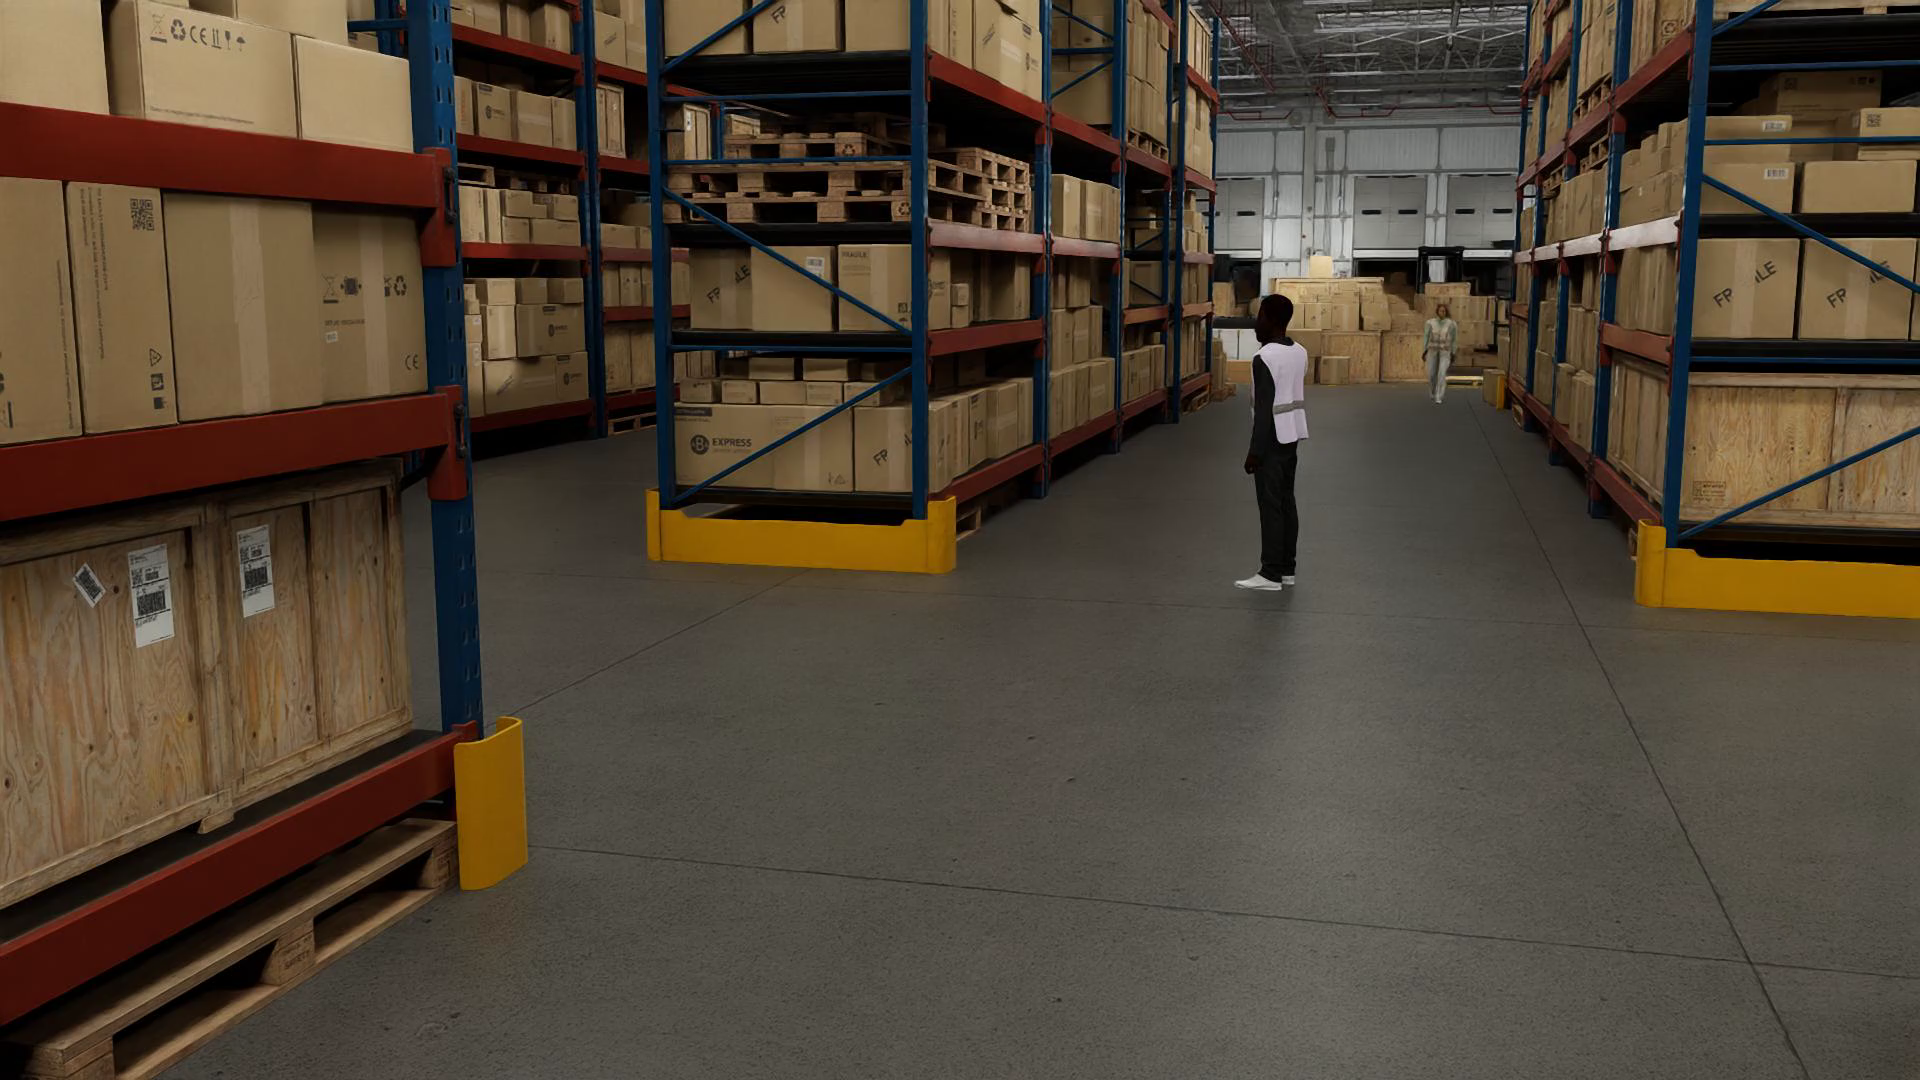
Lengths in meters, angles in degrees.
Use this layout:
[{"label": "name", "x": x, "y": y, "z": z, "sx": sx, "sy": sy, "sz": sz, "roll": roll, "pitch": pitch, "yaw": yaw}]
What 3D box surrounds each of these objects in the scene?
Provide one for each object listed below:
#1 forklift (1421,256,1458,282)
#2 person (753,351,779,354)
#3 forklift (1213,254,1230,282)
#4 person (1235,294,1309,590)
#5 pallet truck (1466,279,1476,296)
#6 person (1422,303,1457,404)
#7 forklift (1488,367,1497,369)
[{"label": "forklift", "x": 12.201, "y": -6.084, "z": 42.428, "sx": 1.129, "sy": 2.768, "sz": 1.873, "roll": 2, "pitch": 9, "yaw": 15}, {"label": "person", "x": -2.714, "y": -2.689, "z": 23.816, "sx": 0.613, "sy": 1.946, "sz": 0.784, "roll": 1, "pitch": 9, "yaw": 7}, {"label": "forklift", "x": 8.566, "y": -8.070, "z": 55.044, "sx": 1.873, "sy": 2.768, "sz": 1.129, "roll": -2, "pitch": 9, "yaw": -14}, {"label": "person", "x": 2.051, "y": -0.631, "z": 10.821, "sx": 0.392, "sy": 1.922, "sz": 0.592, "roll": 6, "pitch": 11, "yaw": 34}, {"label": "pallet truck", "x": 18.896, "y": -8.459, "z": 60.307, "sx": 1.885, "sy": 1.965, "sz": 0.823, "roll": 5, "pitch": 10, "yaw": 31}, {"label": "person", "x": 7.759, "y": -3.018, "z": 26.897, "sx": 0.540, "sy": 1.622, "sz": 0.446, "roll": 4, "pitch": 10, "yaw": 22}, {"label": "forklift", "x": 12.037, "y": -4.793, "z": 34.225, "sx": 1.129, "sy": 2.768, "sz": 1.873, "roll": -4, "pitch": 10, "yaw": -26}]
